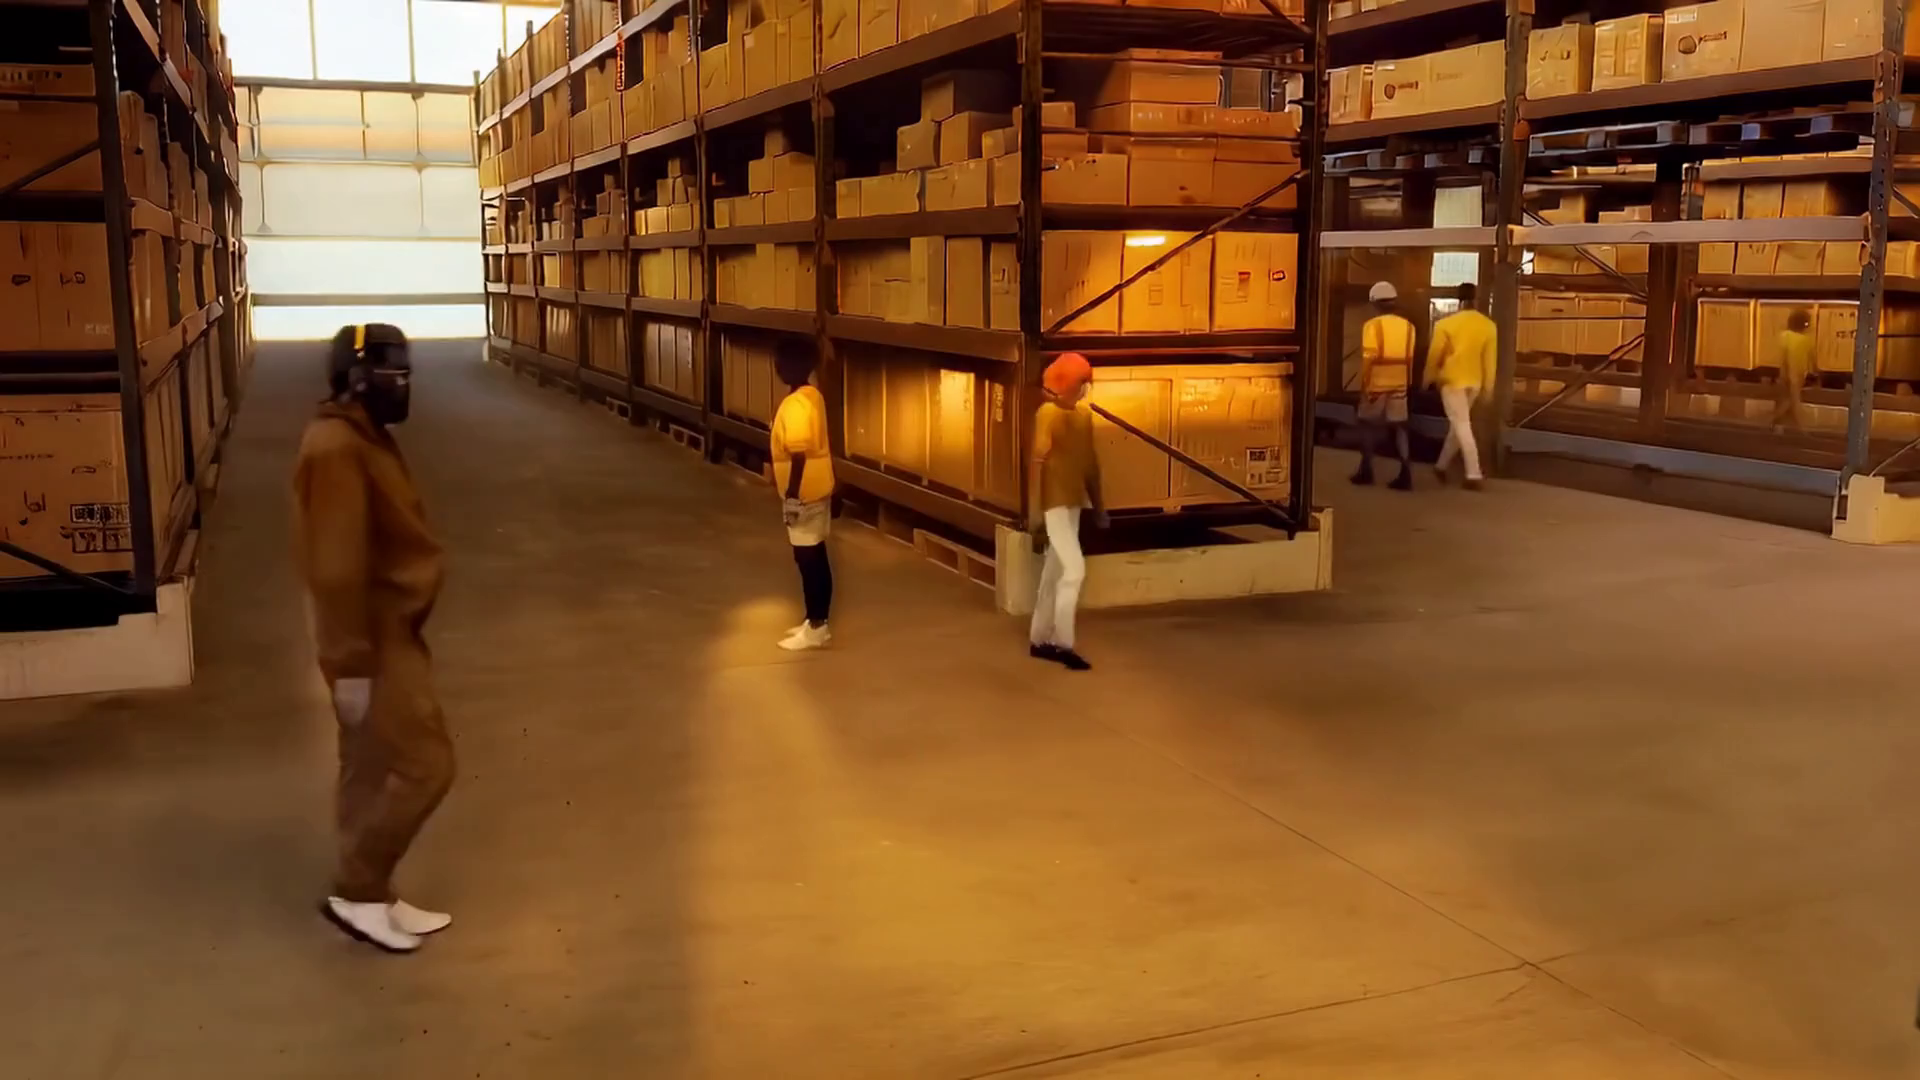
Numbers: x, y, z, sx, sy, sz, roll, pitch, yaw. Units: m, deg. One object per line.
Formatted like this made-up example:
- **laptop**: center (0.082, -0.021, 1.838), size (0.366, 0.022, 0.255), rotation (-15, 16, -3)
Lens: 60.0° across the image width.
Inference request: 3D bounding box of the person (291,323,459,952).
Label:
- **person**: center (-1.725, 0.305, 4.975), size (0.431, 1.890, 0.676), rotation (-3, 10, -16)

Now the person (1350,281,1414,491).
- **person**: center (3.869, -1.411, 15.239), size (0.566, 1.901, 0.763), rotation (-4, 10, -22)

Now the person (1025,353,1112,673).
- **person**: center (0.587, -0.142, 8.494), size (0.586, 1.612, 0.501), rotation (6, 11, 30)

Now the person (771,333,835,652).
- **person**: center (-0.842, -0.251, 8.897), size (0.321, 1.698, 0.537), rotation (1, 10, 8)

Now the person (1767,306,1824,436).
- **person**: center (9.503, -1.873, 18.948), size (0.503, 1.587, 0.882), rotation (-3, 10, -17)

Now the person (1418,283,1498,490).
- **person**: center (4.626, -1.426, 15.388), size (0.631, 1.891, 1.025), rotation (-4, 10, -21)

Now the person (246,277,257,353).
- **person**: center (-16.358, -5.162, 38.137), size (0.322, 1.755, 0.565), rotation (-7, 12, -37)
